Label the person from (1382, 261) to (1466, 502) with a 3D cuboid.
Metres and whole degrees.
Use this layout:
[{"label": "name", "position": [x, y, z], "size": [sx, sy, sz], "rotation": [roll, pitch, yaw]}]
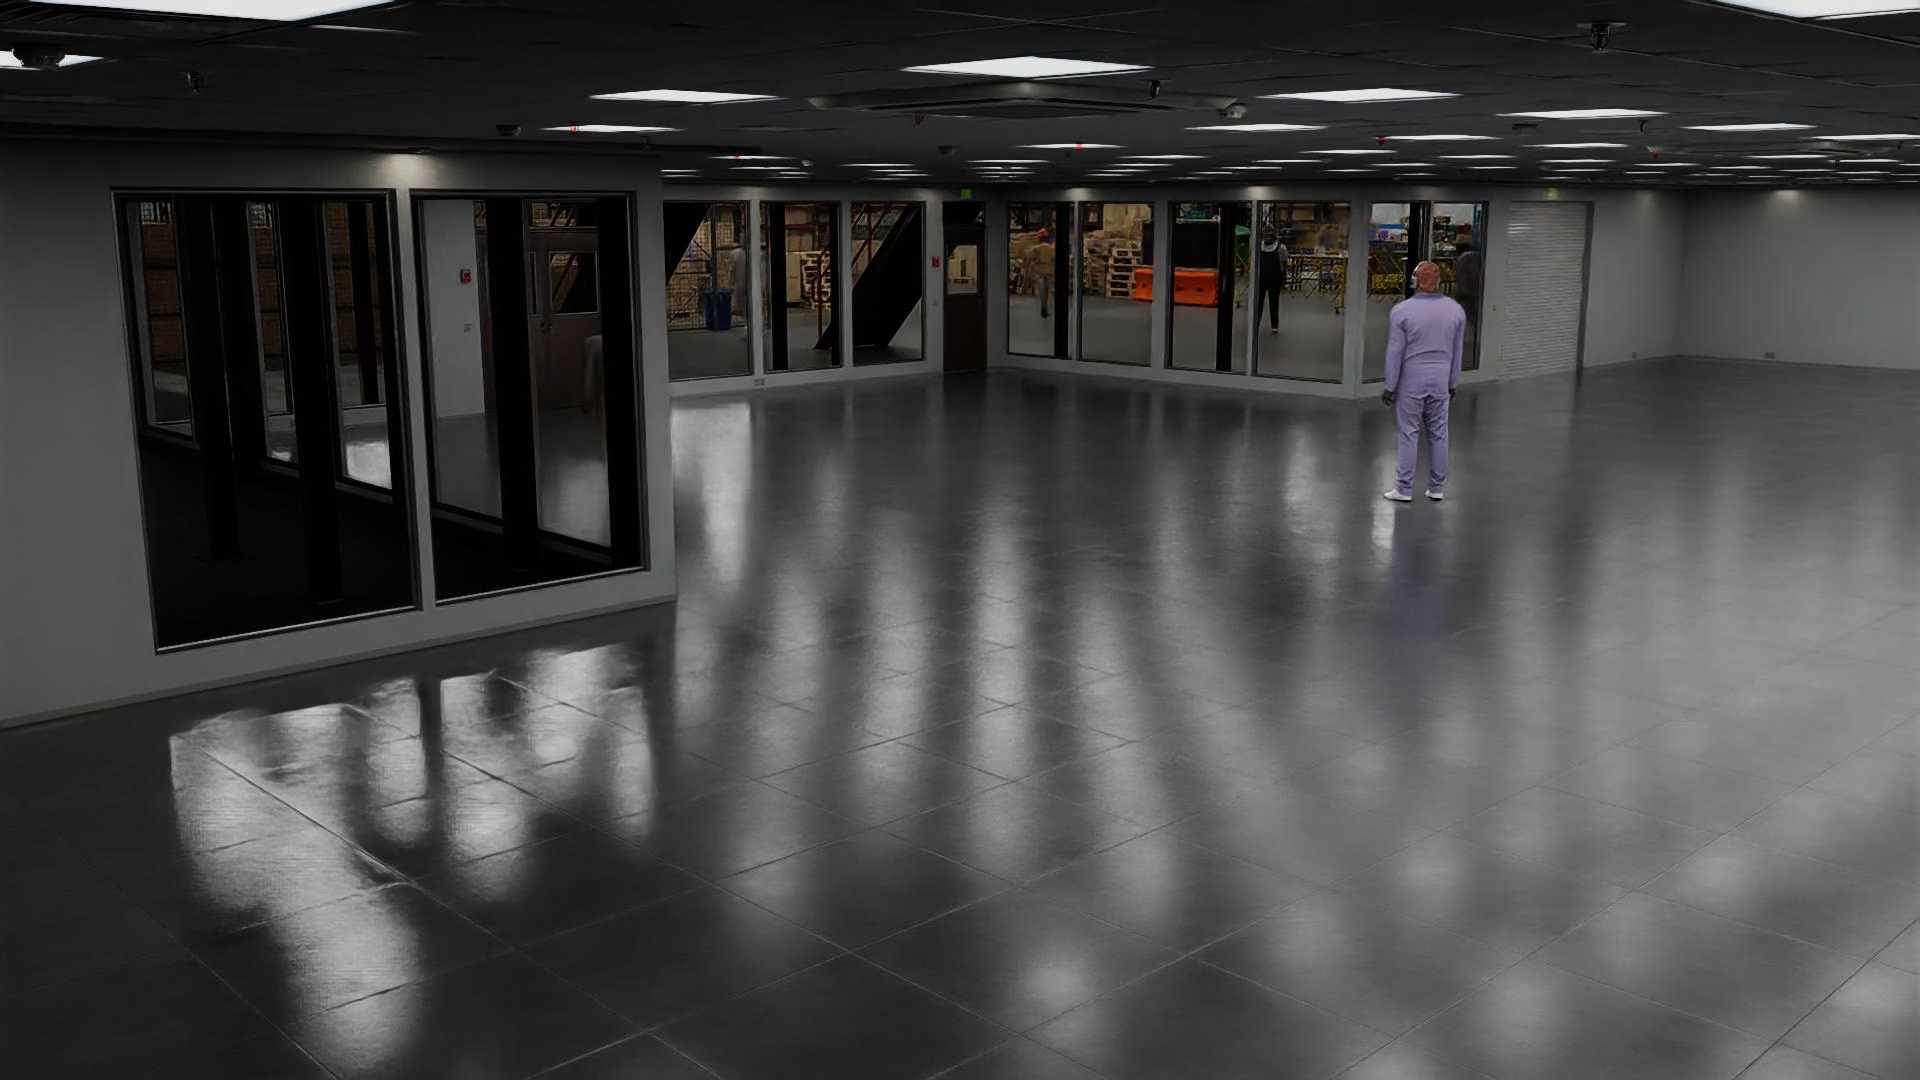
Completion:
[{"label": "person", "position": [3.659, -1.249, 13.221], "size": [0.638, 1.909, 0.408], "rotation": [-2, 12, -11]}]
